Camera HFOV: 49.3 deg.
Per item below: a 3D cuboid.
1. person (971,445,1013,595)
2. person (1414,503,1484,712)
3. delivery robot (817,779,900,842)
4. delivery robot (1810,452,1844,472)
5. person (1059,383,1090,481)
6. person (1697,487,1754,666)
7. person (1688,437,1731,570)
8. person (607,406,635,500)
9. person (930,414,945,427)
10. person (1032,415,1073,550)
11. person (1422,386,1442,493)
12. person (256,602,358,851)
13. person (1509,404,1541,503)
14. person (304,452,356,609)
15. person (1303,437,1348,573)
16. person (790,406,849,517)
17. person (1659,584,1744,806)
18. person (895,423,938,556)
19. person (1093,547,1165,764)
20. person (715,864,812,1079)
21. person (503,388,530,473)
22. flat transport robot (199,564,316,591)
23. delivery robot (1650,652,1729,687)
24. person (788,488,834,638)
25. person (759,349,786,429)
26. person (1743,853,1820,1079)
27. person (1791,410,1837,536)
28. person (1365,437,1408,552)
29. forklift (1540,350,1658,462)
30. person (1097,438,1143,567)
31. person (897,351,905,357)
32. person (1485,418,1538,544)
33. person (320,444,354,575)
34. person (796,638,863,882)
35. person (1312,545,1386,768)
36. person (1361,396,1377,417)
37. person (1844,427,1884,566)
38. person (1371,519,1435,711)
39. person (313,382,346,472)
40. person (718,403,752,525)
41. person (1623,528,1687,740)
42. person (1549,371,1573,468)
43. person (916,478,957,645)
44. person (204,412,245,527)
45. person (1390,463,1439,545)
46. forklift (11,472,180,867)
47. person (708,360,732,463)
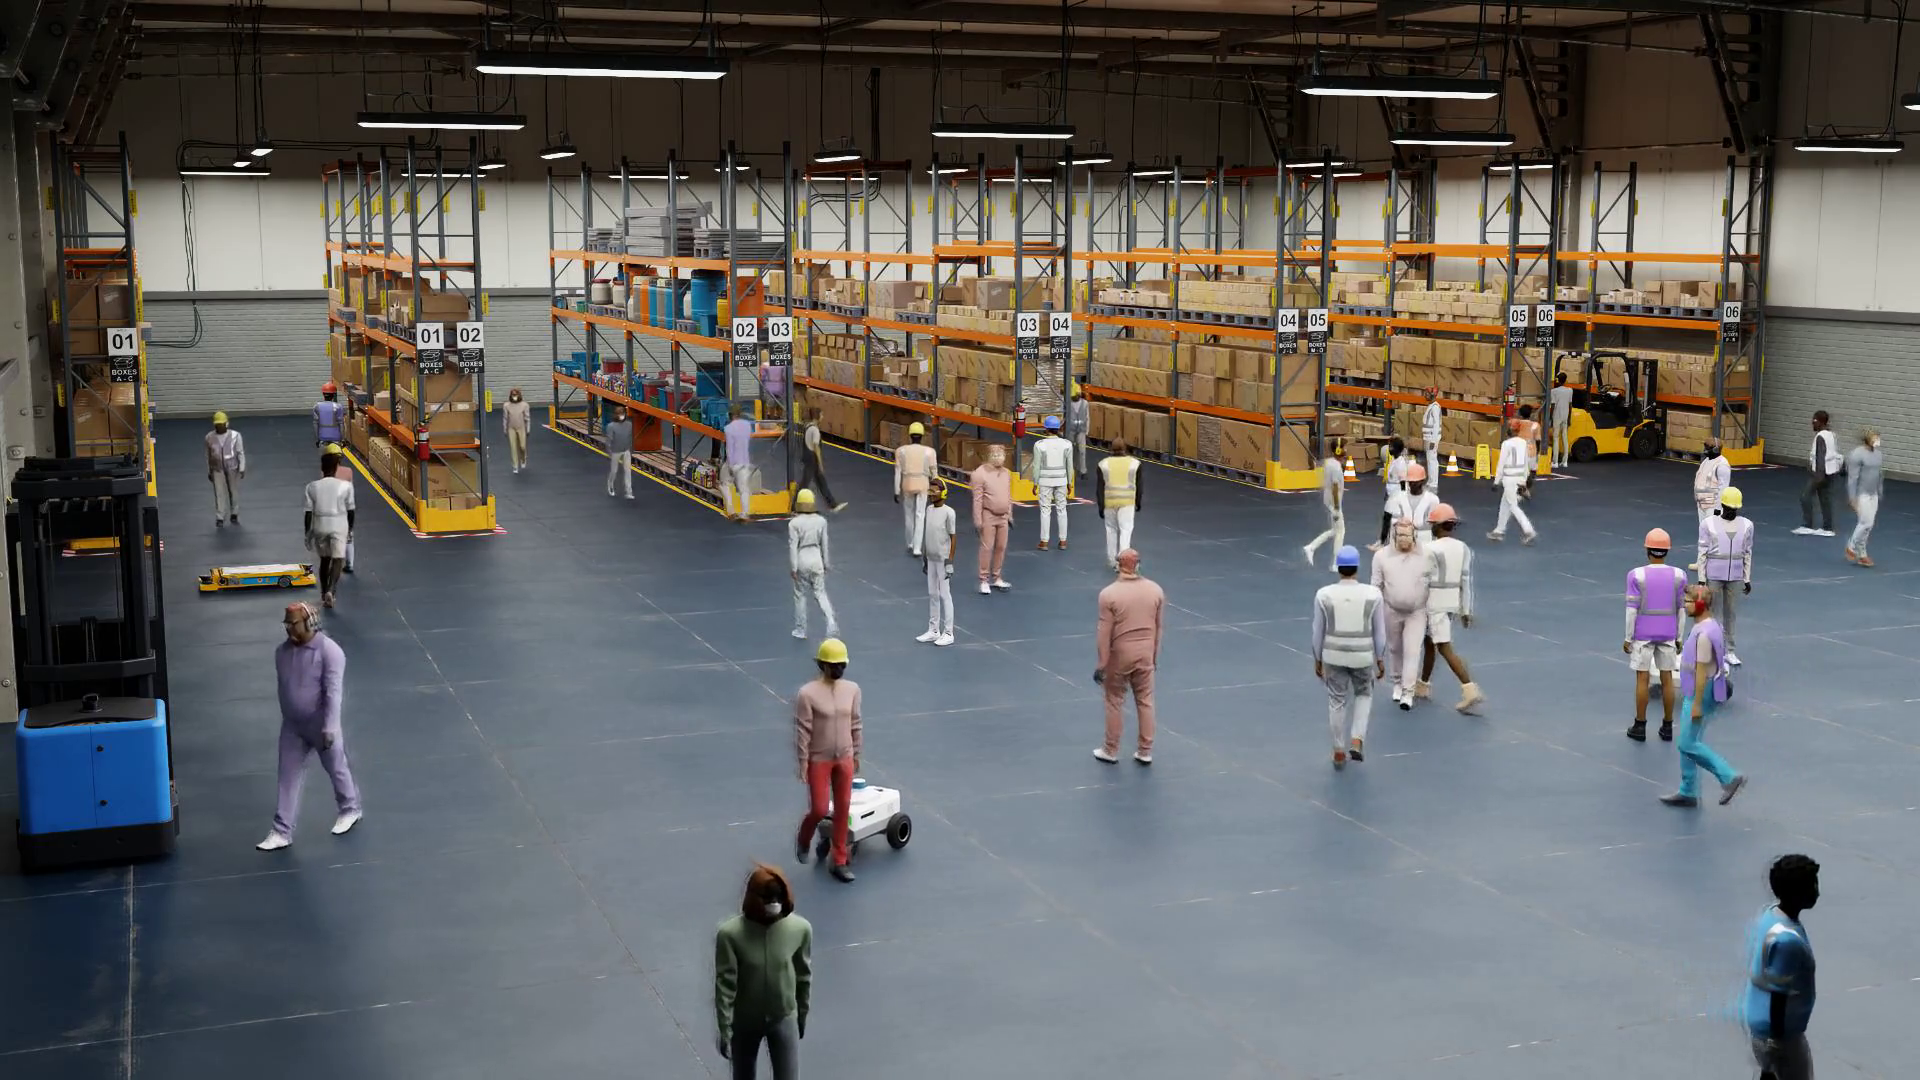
[{"bbox_3d":[0.416,-0.271,26.830,0.427,1.893,0.703,8,12,44],"label":"person"},{"bbox_3d":[4.752,0.645,20.394,0.619,1.998,1.048,-7,11,-39],"label":"person"},{"bbox_3d":[-0.759,2.036,15.697,0.477,0.478,0.707,5,10,32],"label":"delivery robot"},{"bbox_3d":[16.362,-1.538,39.526,0.477,0.478,0.707,-1,8,-5],"label":"delivery robot"},{"bbox_3d":[2.127,-1.979,38.527,0.613,1.785,0.908,-2,9,-12],"label":"person"},{"bbox_3d":[8.172,0.380,22.368,0.586,1.923,0.371,0,9,-2],"label":"person"},{"bbox_3d":[10.148,-0.474,28.331,0.429,1.844,0.625,-1,9,-6],"label":"person"},{"bbox_3d":[-5.890,-1.527,36.154,0.512,1.598,0.824,-5,10,-33],"label":"person"},{"bbox_3d":[-0.537,-3.439,47.829,0.632,1.931,1.004,1,9,7],"label":"person"},{"bbox_3d":[1.339,-0.832,30.358,0.616,1.946,0.394,-2,9,-14],"label":"person"},{"bbox_3d":[8.294,-1.775,36.864,0.343,1.882,0.586,1,9,5],"label":"person"},{"bbox_3d":[-4.936,1.387,15.884,0.653,1.853,0.996,3,9,19],"label":"person"},{"bbox_3d":[9.550,-1.460,35.388,0.553,1.684,0.364,5,10,29],"label":"person"},{"bbox_3d":[-7.757,-0.117,25.719,0.596,1.920,0.867,0,9,1],"label":"person"},{"bbox_3d":[5.018,-0.485,28.376,0.614,1.850,0.540,-1,9,-4],"label":"person"},{"bbox_3d":[-2.297,-1.250,33.694,1.011,1.777,0.550,-2,9,-15],"label":"person"},{"bbox_3d":[5.970,1.261,16.810,0.528,1.825,0.582,2,9,16],"label":"person"},{"bbox_3d":[-0.615,-0.742,29.974,0.618,1.872,0.980,0,9,2],"label":"person"},{"bbox_3d":[1.459,1.008,18.266,0.651,1.907,0.416,-4,9,-23],"label":"person"},{"bbox_3d":[-0.974,2.350,10.315,0.499,1.595,0.837,-2,9,-16],"label":"person"},{"bbox_3d":[-8.439,-2.089,39.836,0.504,1.621,0.407,-1,9,-7],"label":"person"},{"bbox_3d":[-9.181,0.476,27.349,1.431,0.197,0.652,-3,9,-21],"label":"flat transport robot"},{"bbox_3d":[7.186,1.293,20.648,0.707,0.478,0.477,7,11,39],"label":"delivery robot"},{"bbox_3d":[-1.678,0.283,23.703,0.492,1.722,0.705,-5,10,-30],"label":"person"},{"bbox_3d":[-4.203,-3.336,46.847,0.610,2.019,0.763,-3,9,-21],"label":"person"},{"bbox_3d":[3.952,2.331,10.129,0.389,1.688,0.537,2,9,14],"label":"person"},{"bbox_3d":[12.949,-1.018,31.760,0.711,1.893,0.636,6,10,33],"label":"person"},{"bbox_3d":[6.141,-0.644,29.999,0.771,1.665,0.549,1,9,7],"label":"person"},{"bbox_3d":[12.897,-2.725,42.309,2.313,2.155,1.214,-3,9,-21],"label":"forklift"},{"bbox_3d":[2.175,-0.491,28.575,0.621,1.811,0.877,1,9,7],"label":"person"},{"bbox_3d":[-1.372,-3.430,48.060,0.621,1.837,0.429,1,9,5],"label":"person"},{"bbox_3d":[8.218,-0.880,30.998,0.573,1.858,0.919,-8,12,-43],"label":"person"},{"bbox_3d":[-8.397,-0.416,28.195,0.310,1.769,0.525,6,10,33],"label":"person"},{"bbox_3d":[-0.945,1.557,15.047,0.540,1.755,0.459,-5,10,-33],"label":"person"},{"bbox_3d":[3.367,1.006,18.151,0.636,1.929,0.437,2,9,11],"label":"person"},{"bbox_3d":[9.643,-3.640,49.127,0.549,1.933,0.373,1,9,5],"label":"person"},{"bbox_3d":[12.488,-0.591,28.815,0.652,1.928,0.434,-6,10,-34],"label":"person"},{"bbox_3d":[4.312,0.714,20.388,0.655,1.847,1.015,3,9,19],"label":"person"},{"bbox_3d":[-11.084,-1.803,36.871,0.552,1.937,0.356,0,9,2],"label":"person"},{"bbox_3d":[-3.557,-1.200,32.919,0.605,1.919,0.638,6,11,36],"label":"person"},{"bbox_3d":[6.333,0.857,19.134,0.547,1.937,0.379,0,9,2],"label":"person"},{"bbox_3d":[11.640,-2.338,40.661,0.514,1.872,0.328,-3,9,-19],"label":"person"},{"bbox_3d":[-0.256,0.233,23.504,0.323,1.876,0.528,-7,11,-40],"label":"person"},{"bbox_3d":[-11.530,-1.128,32.870,0.593,1.790,0.924,-2,9,-13],"label":"person"},{"bbox_3d":[5.418,0.016,24.888,0.561,1.908,0.943,4,10,27],"label":"person"},{"bbox_3d":[-6.630,0.886,15.957,1.129,2.768,1.873,-3,9,-21],"label":"forklift"},{"bbox_3d":[-4.790,-2.539,41.579,0.683,2.000,0.538,-7,11,-39],"label":"person"}]
